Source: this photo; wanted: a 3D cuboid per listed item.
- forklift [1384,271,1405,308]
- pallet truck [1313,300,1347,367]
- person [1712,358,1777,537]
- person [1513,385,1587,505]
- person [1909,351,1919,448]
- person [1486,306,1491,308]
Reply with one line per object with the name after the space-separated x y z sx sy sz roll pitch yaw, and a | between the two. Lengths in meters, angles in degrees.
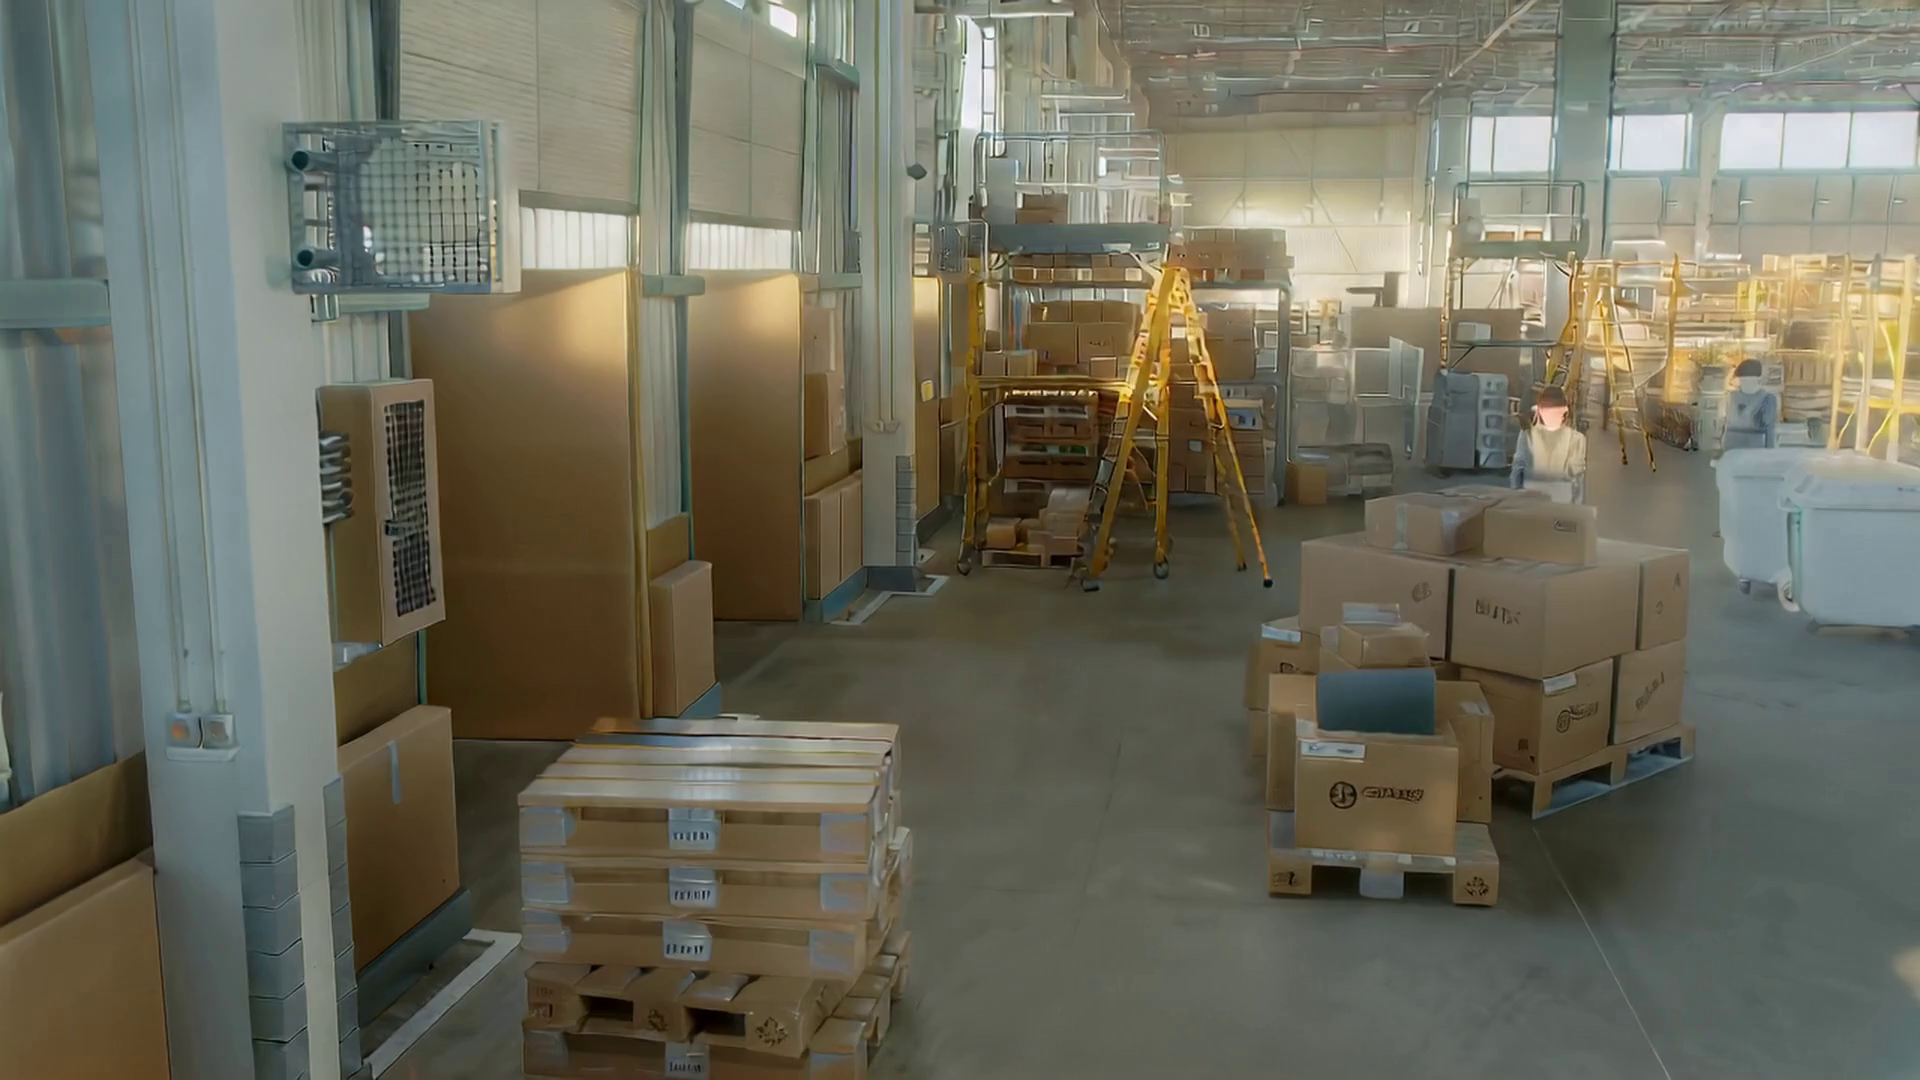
10.893 -5.388 41.996 1.873 2.768 1.129 1 9 9 | forklift
11.159 -6.200 49.718 0.823 1.965 1.885 4 10 26 | pallet truck
8.298 -0.952 17.573 0.370 1.927 0.588 -5 11 -29 | person
4.736 -0.283 13.410 0.542 1.938 0.358 4 10 23 | person
15.511 -2.341 26.733 0.323 1.736 0.488 5 10 26 | person
17.336 -6.831 54.569 0.590 1.684 0.322 -5 11 -30 | person
